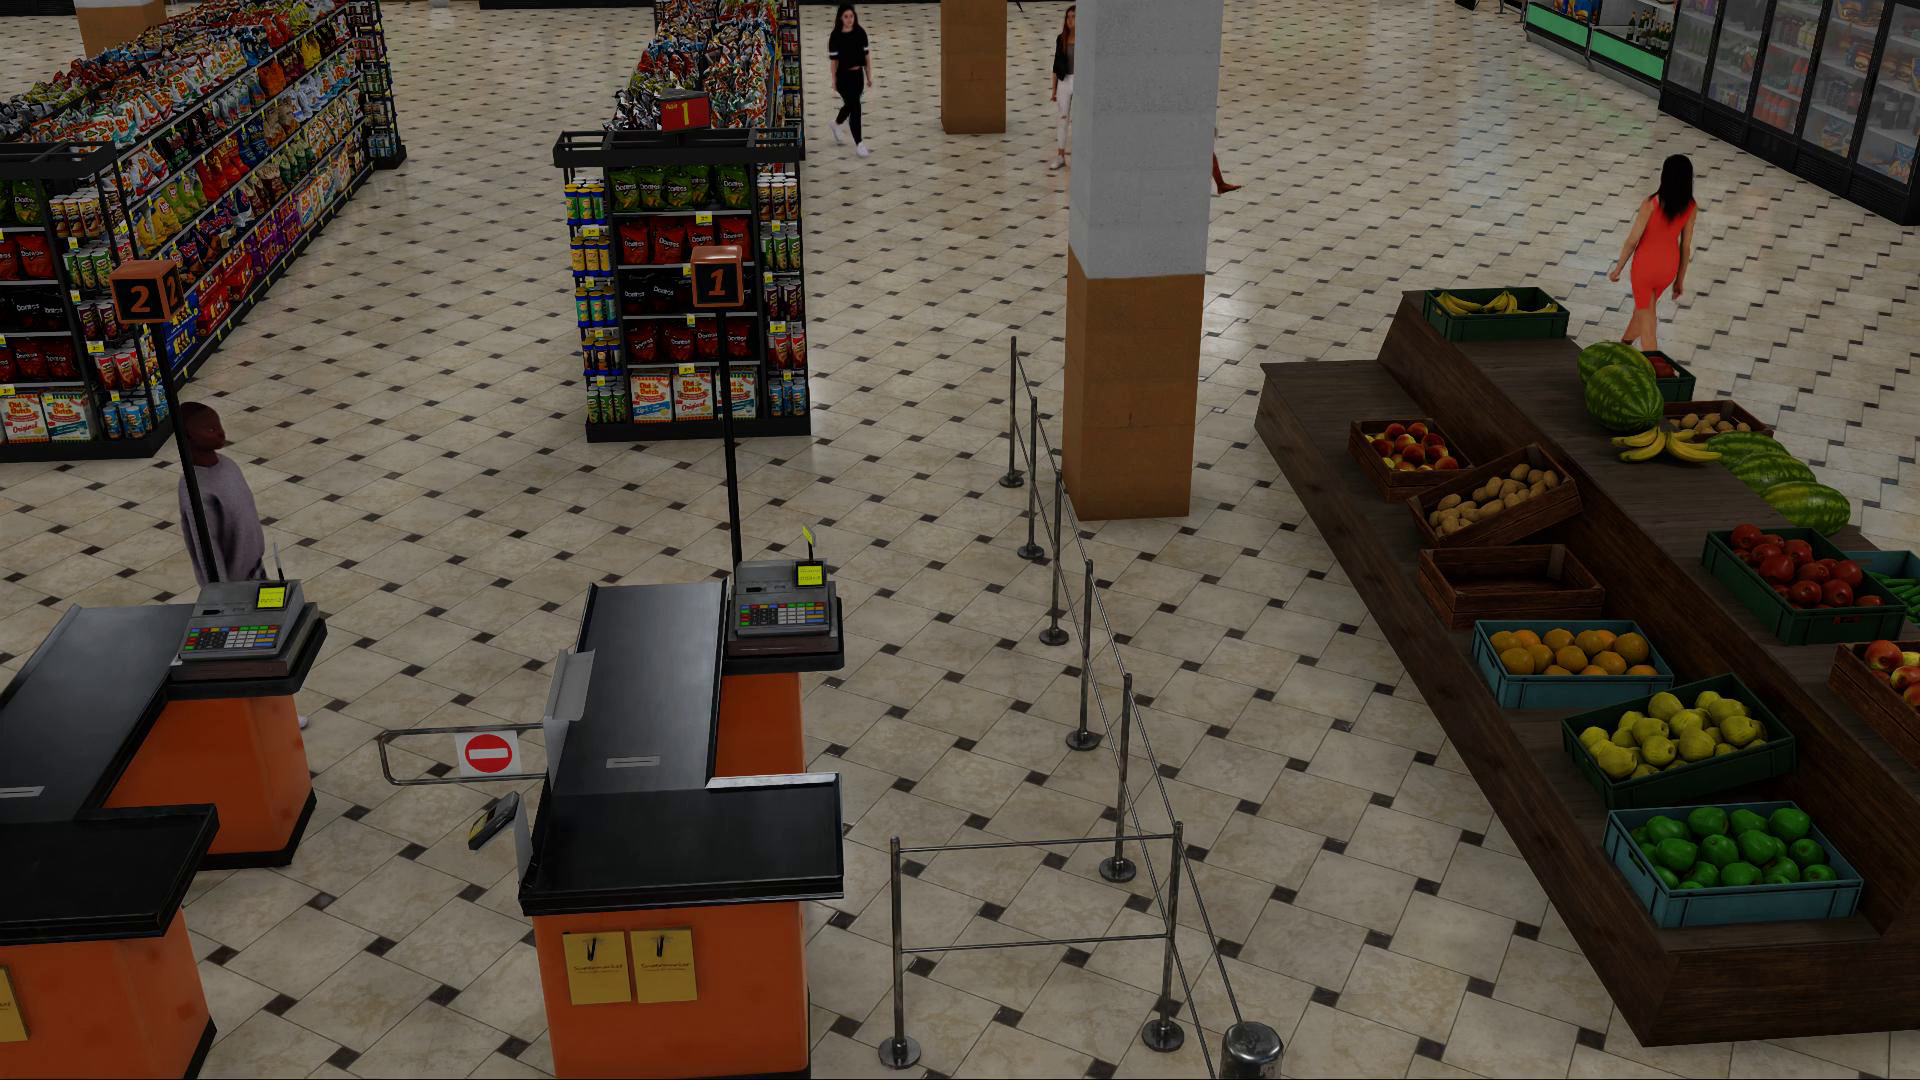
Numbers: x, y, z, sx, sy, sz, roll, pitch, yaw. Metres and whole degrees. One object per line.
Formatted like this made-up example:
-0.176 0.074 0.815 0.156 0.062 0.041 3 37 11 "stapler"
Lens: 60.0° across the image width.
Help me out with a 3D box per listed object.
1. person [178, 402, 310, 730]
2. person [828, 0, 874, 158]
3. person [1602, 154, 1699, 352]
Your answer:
-3.386 0.187 7.709 0.673 1.771 0.467 -1 27 -2 "person"
-1.236 -5.037 18.195 0.956 1.602 1.184 -17 32 -30 "person"
4.960 -1.838 11.820 0.671 1.664 1.141 -5 27 -10 "person"
